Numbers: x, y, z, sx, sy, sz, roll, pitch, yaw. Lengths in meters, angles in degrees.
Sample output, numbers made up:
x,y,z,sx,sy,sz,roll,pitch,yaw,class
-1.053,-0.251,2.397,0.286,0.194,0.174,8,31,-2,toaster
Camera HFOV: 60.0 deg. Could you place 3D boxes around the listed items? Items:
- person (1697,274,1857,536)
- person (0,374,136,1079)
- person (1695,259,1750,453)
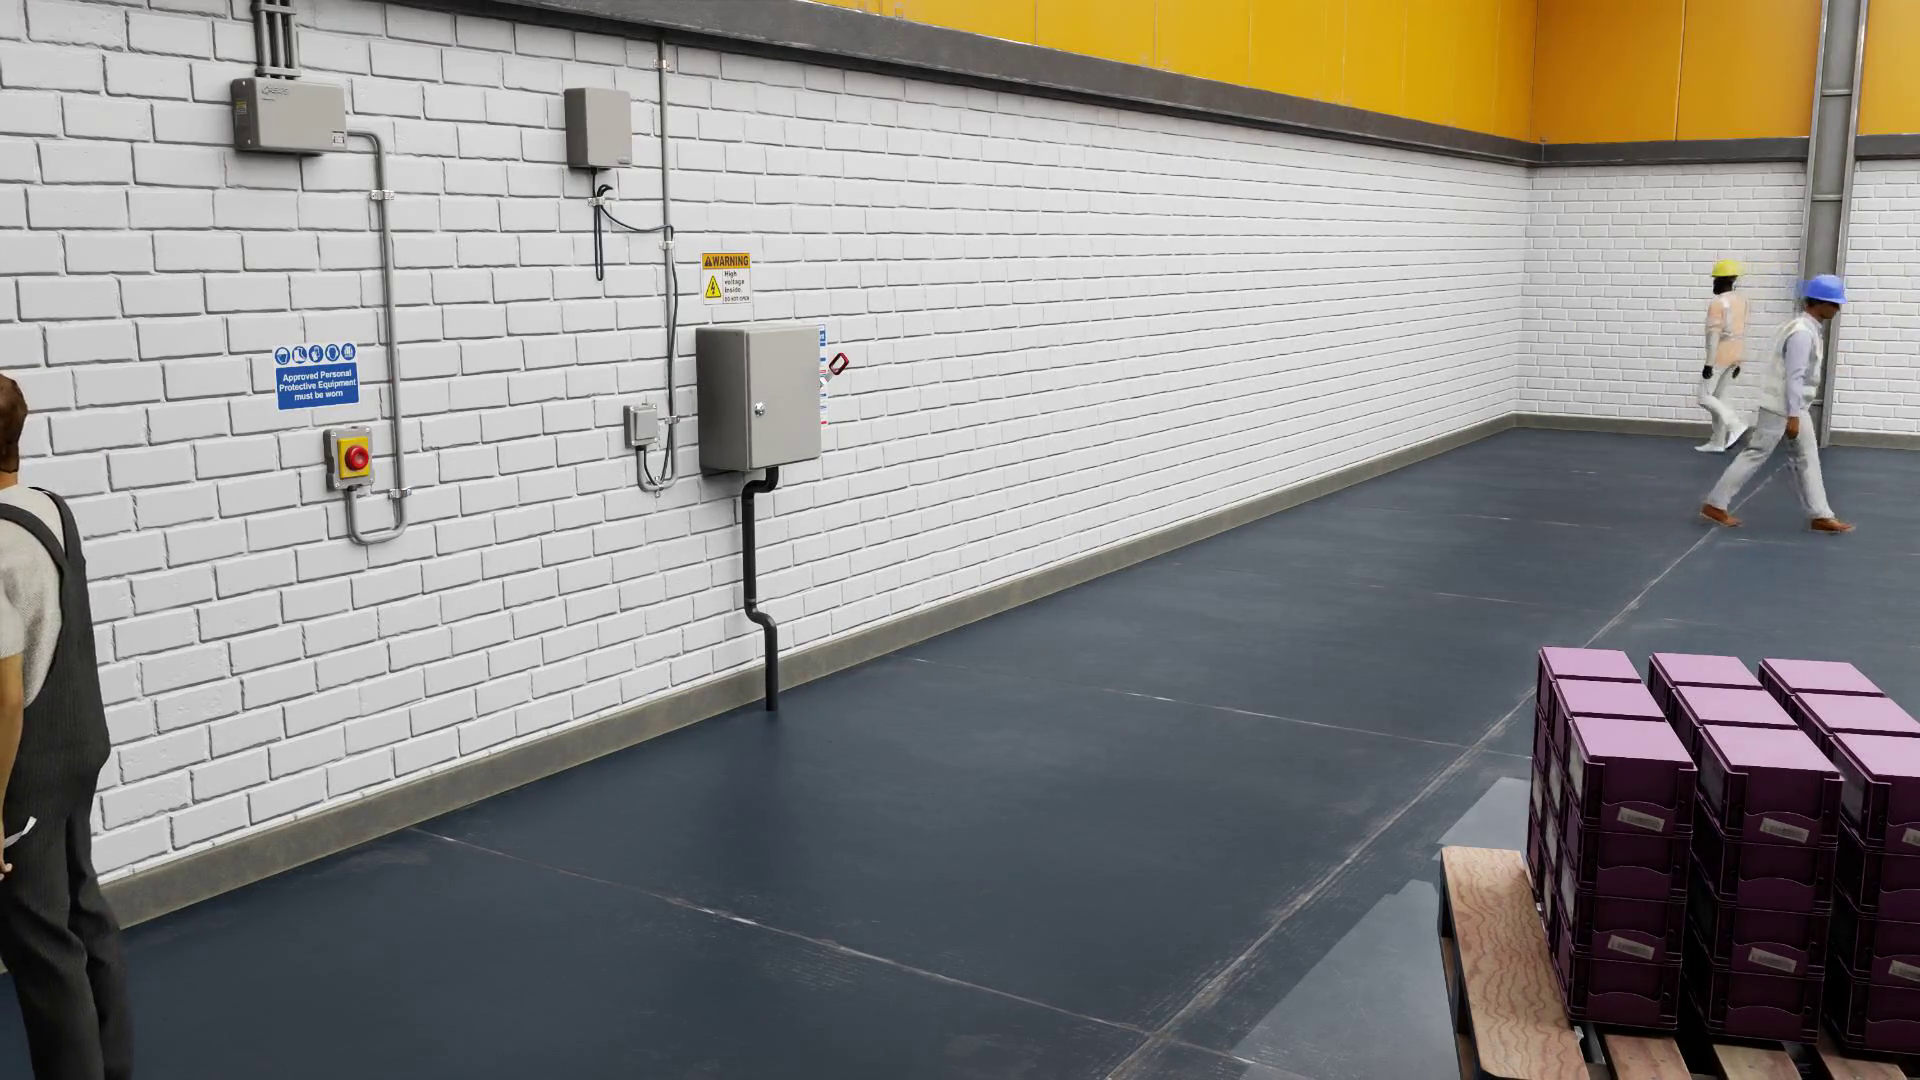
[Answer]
x,y,z,sx,sy,sz,roll,pitch,yaw,class
5.904,-0.972,11.962,1.024,1.872,0.645,7,13,35,person
-2.062,0.532,3.666,0.327,1.842,0.517,-2,10,-10,person
7.517,-1.788,16.320,0.594,1.917,0.519,-8,13,-39,person
